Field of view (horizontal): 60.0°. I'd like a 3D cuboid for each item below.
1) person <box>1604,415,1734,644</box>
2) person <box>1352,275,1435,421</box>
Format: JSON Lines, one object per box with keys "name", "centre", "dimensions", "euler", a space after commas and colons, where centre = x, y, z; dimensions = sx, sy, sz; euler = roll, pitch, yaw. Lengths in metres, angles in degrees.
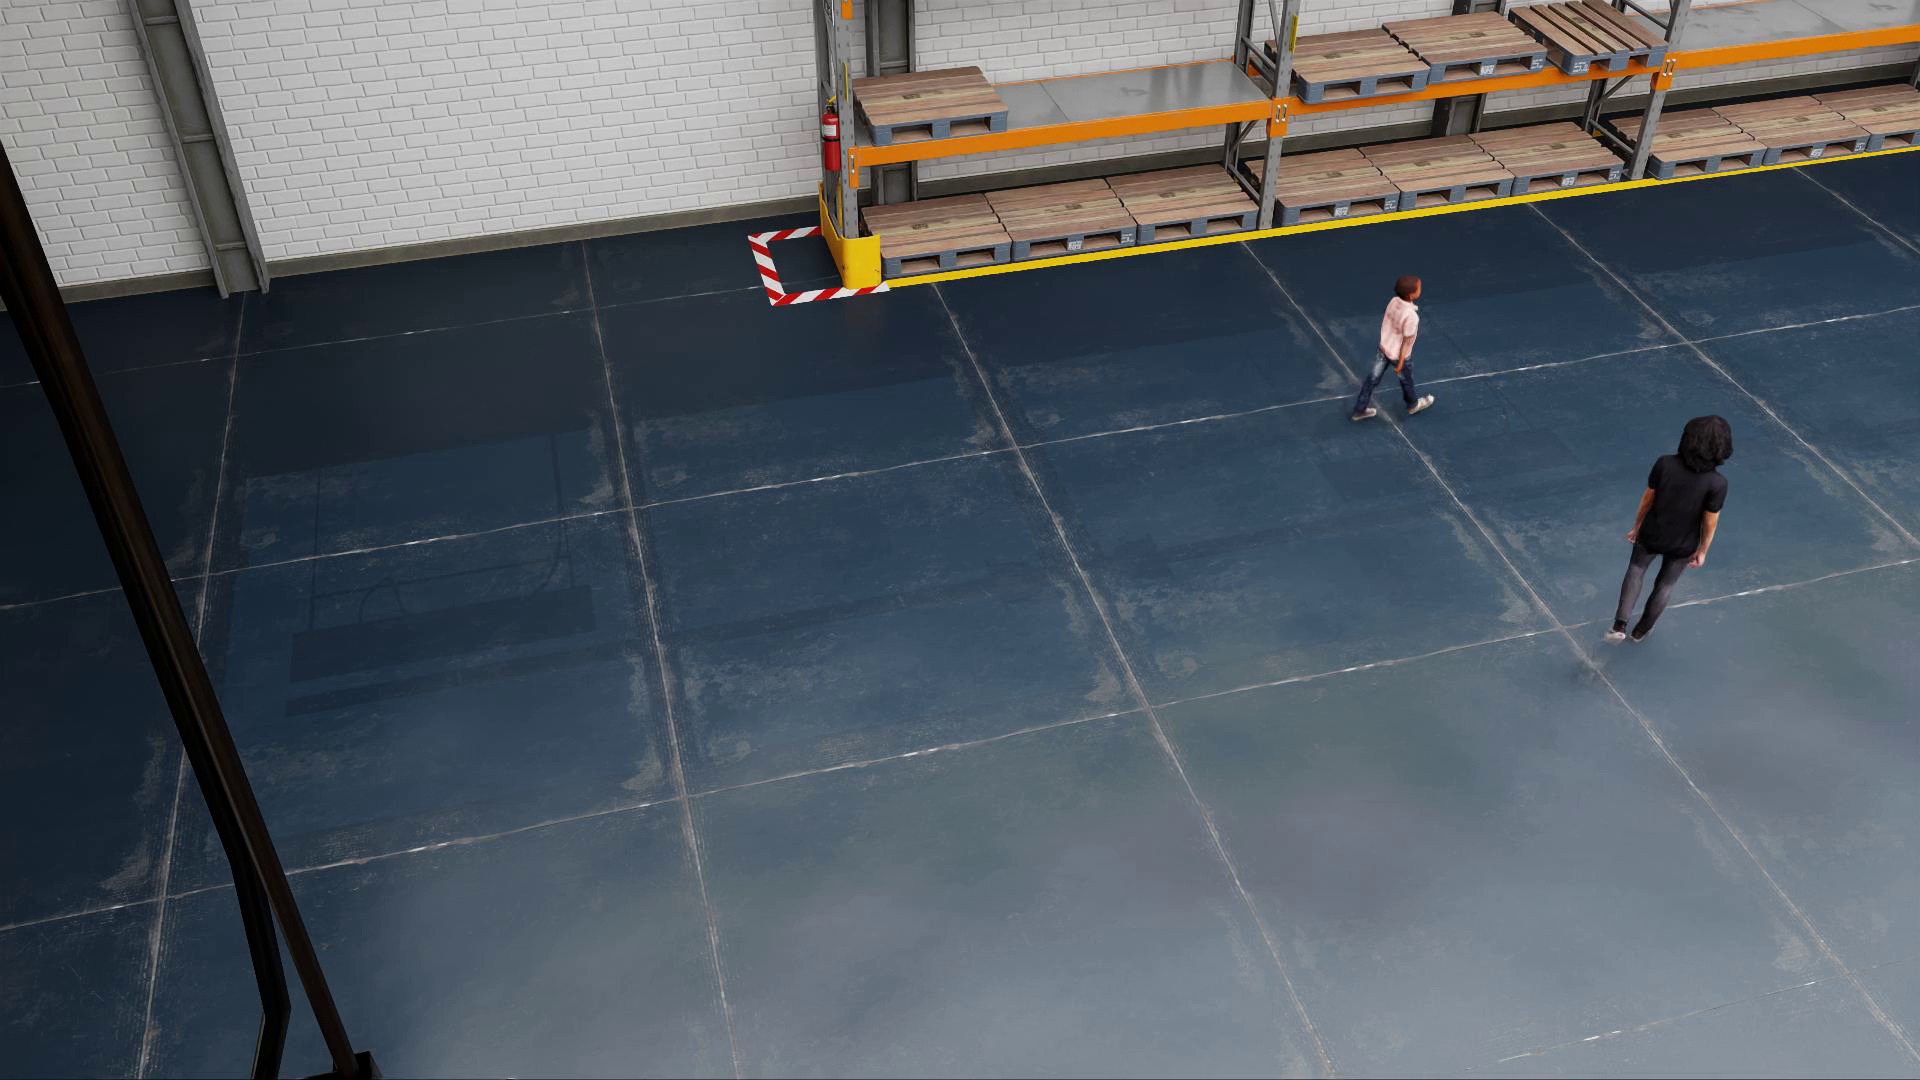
{"name": "person", "centre": [4.510, 0.002, 10.652], "dimensions": [0.893, 1.821, 0.967], "euler": [24, 45, 27]}
{"name": "person", "centre": [3.320, -1.463, 12.926], "dimensions": [0.925, 1.272, 0.597], "euler": [-16, 41, -19]}
